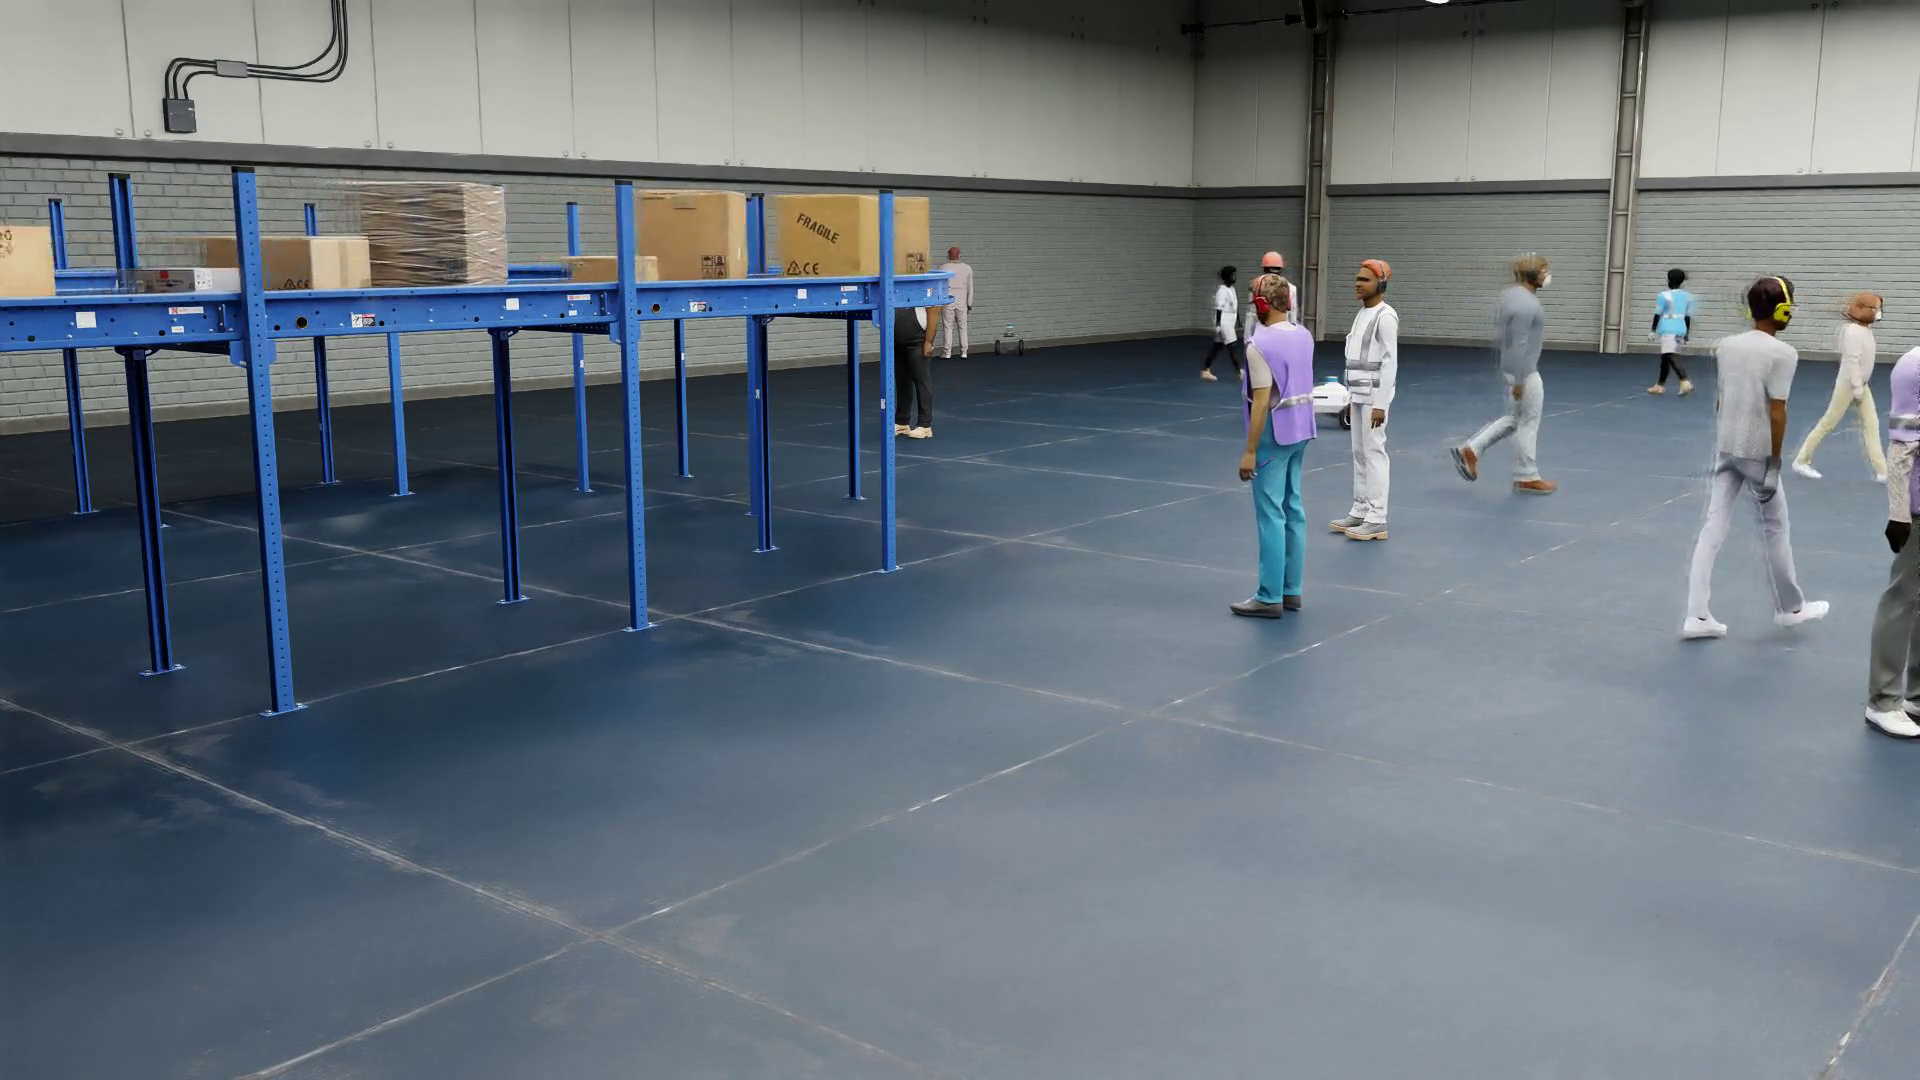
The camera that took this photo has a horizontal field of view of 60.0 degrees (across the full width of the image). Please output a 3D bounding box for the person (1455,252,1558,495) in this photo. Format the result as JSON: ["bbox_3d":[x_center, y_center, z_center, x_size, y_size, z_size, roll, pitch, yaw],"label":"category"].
[{"bbox_3d":[4.441,-1.335,13.336,0.719,1.925,0.637,2,10,13],"label":"person"}]

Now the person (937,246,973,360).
[{"bbox_3d":[-0.104,-4.033,28.314,0.652,1.906,0.409,-3,11,-16],"label":"person"}]

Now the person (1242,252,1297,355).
[{"bbox_3d":[3.438,-2.256,18.540,0.564,1.884,0.980,-3,11,-16],"label":"person"}]

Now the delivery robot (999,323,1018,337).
[{"bbox_3d":[0.872,-3.747,29.615,0.335,0.223,0.698,0,10,0],"label":"delivery robot"}]

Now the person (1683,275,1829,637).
[{"bbox_3d":[4.095,-0.424,8.521,0.928,1.827,0.535,-5,11,-25],"label":"person"}]

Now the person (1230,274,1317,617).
[{"bbox_3d":[1.707,-0.507,8.971,0.396,1.837,0.564,9,13,40],"label":"person"}]

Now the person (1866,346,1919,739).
[{"bbox_3d":[4.023,-0.155,6.780,0.591,1.923,0.381,-4,11,-21],"label":"person"}]

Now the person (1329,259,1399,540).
[{"bbox_3d":[2.775,-0.957,11.329,0.346,1.884,0.584,-1,10,-6],"label":"person"}]

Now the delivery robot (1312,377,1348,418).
[{"bbox_3d":[4.041,-1.532,18.061,0.707,0.478,0.477,3,11,17],"label":"delivery robot"}]

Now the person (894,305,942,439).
[{"bbox_3d":[-0.540,-2.057,17.111,0.538,2.000,0.687,-9,14,-41],"label":"person"}]

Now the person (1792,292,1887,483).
[{"bbox_3d":[7.492,-1.278,13.952,0.906,1.585,0.511,10,14,44],"label":"person"}]

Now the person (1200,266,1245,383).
[{"bbox_3d":[3.824,-3.077,23.726,0.865,1.647,0.541,4,11,21],"label":"person"}]

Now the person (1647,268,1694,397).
[{"bbox_3d":[9.281,-2.693,21.580,0.528,1.661,0.842,-4,11,-23],"label":"person"}]
